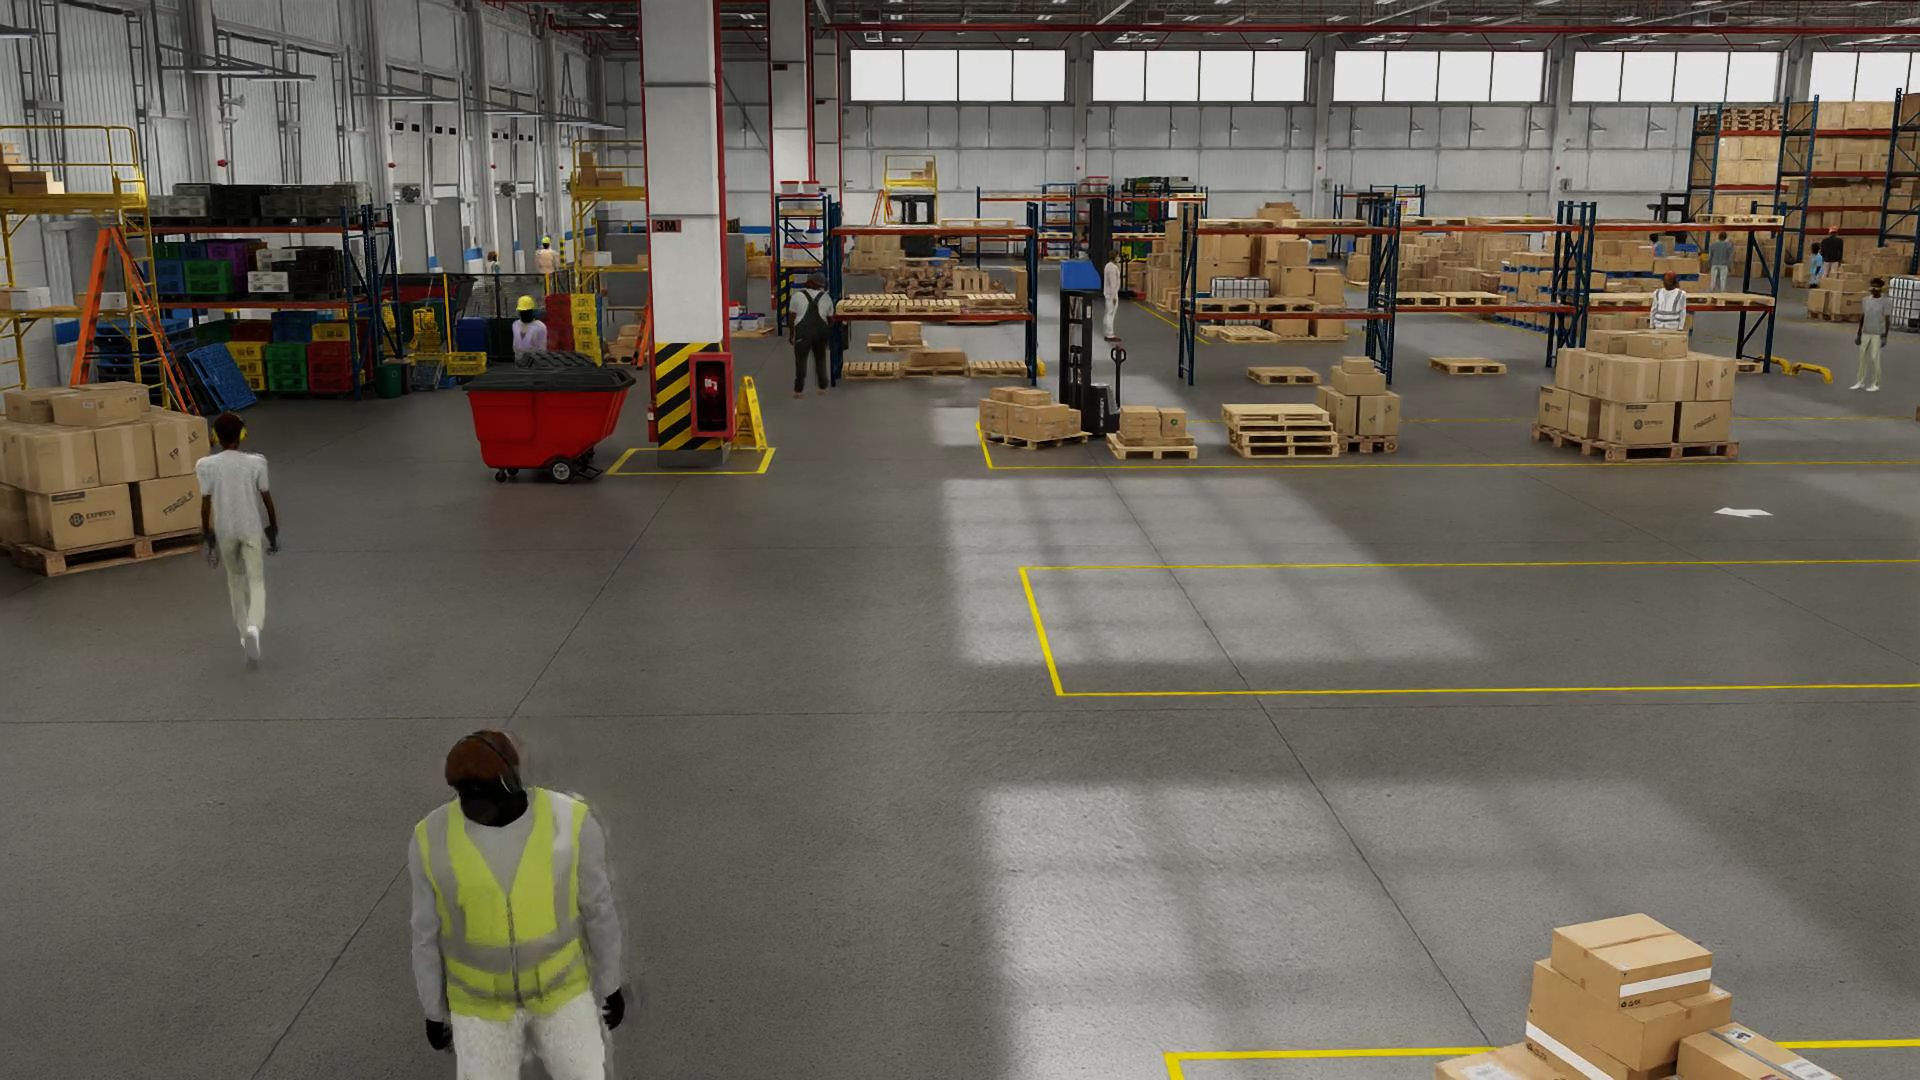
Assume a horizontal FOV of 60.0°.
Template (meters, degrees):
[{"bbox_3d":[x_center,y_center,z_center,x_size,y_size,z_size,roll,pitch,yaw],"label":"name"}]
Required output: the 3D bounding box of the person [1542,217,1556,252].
[{"bbox_3d":[21.425,-10.753,60.443,0.384,1.927,0.543,-12,17,-42],"label":"person"}]

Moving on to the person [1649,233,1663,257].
[{"bbox_3d":[20.315,-8.088,48.772,0.878,1.807,0.627,0,12,-2],"label":"person"}]

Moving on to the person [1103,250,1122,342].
[{"bbox_3d":[3.217,-5.157,35.150,0.372,1.940,0.631,-1,13,-5],"label":"person"}]

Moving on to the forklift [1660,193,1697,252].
[{"bbox_3d":[24.757,-10.641,57.764,1.129,2.768,1.873,0,12,-2],"label":"forklift"}]

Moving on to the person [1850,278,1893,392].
[{"bbox_3d":[14.938,-3.359,27.224,0.316,1.859,0.526,-7,14,-28],"label":"person"}]

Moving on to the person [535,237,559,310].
[{"bbox_3d":[-10.704,-6.886,43.039,0.621,1.893,0.878,-5,13,-21],"label":"person"}]

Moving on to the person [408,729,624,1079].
[{"bbox_3d":[-1.399,1.487,5.490,0.768,1.812,0.429,-4,13,-16],"label":"person"}]

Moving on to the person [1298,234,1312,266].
[{"bbox_3d":[9.730,-7.868,47.391,0.631,1.940,0.370,-8,15,-33],"label":"person"}]

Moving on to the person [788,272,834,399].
[{"bbox_3d":[-2.369,-3.296,26.515,0.725,2.000,0.765,-2,13,-10],"label":"person"}]

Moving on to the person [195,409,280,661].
[{"bbox_3d":[-5.314,-0.039,12.267,0.525,1.844,0.822,-4,13,-19],"label":"person"}]

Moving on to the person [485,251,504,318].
[{"bbox_3d":[-11.471,-6.267,40.867,0.517,1.633,0.313,10,16,39],"label":"person"}]

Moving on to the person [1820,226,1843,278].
[{"bbox_3d":[25.489,-8.178,48.685,0.641,1.987,0.473,3,13,15],"label":"person"}]

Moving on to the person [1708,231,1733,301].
[{"bbox_3d":[21.088,-7.595,46.174,0.627,1.933,0.377,9,15,35],"label":"person"}]

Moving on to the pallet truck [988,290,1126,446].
[{"bbox_3d":[1.257,-2.299,22.111,1.885,1.965,0.823,-9,15,-35],"label":"pallet truck"}]

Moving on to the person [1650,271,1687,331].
[{"bbox_3d":[12.106,-3.658,28.504,0.337,1.882,0.584,-12,17,-44],"label":"person"}]

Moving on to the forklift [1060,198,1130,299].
[{"bbox_3d":[3.796,-8.210,46.791,1.873,2.768,1.129,0,12,-2],"label":"forklift"}]

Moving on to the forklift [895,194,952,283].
[{"bbox_3d":[-1.215,-9.773,53.845,1.129,2.768,1.873,10,16,38],"label":"forklift"}]

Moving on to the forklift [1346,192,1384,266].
[{"bbox_3d":[14.687,-11.098,59.826,1.129,2.768,1.873,0,12,-2],"label":"forklift"}]

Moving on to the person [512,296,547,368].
[{"bbox_3d":[-5.852,-2.359,22.582,0.608,1.908,0.425,6,14,27],"label":"person"}]

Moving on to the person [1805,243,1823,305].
[{"bbox_3d":[22.877,-7.105,44.545,0.322,1.676,0.607,1,13,4],"label":"person"}]
